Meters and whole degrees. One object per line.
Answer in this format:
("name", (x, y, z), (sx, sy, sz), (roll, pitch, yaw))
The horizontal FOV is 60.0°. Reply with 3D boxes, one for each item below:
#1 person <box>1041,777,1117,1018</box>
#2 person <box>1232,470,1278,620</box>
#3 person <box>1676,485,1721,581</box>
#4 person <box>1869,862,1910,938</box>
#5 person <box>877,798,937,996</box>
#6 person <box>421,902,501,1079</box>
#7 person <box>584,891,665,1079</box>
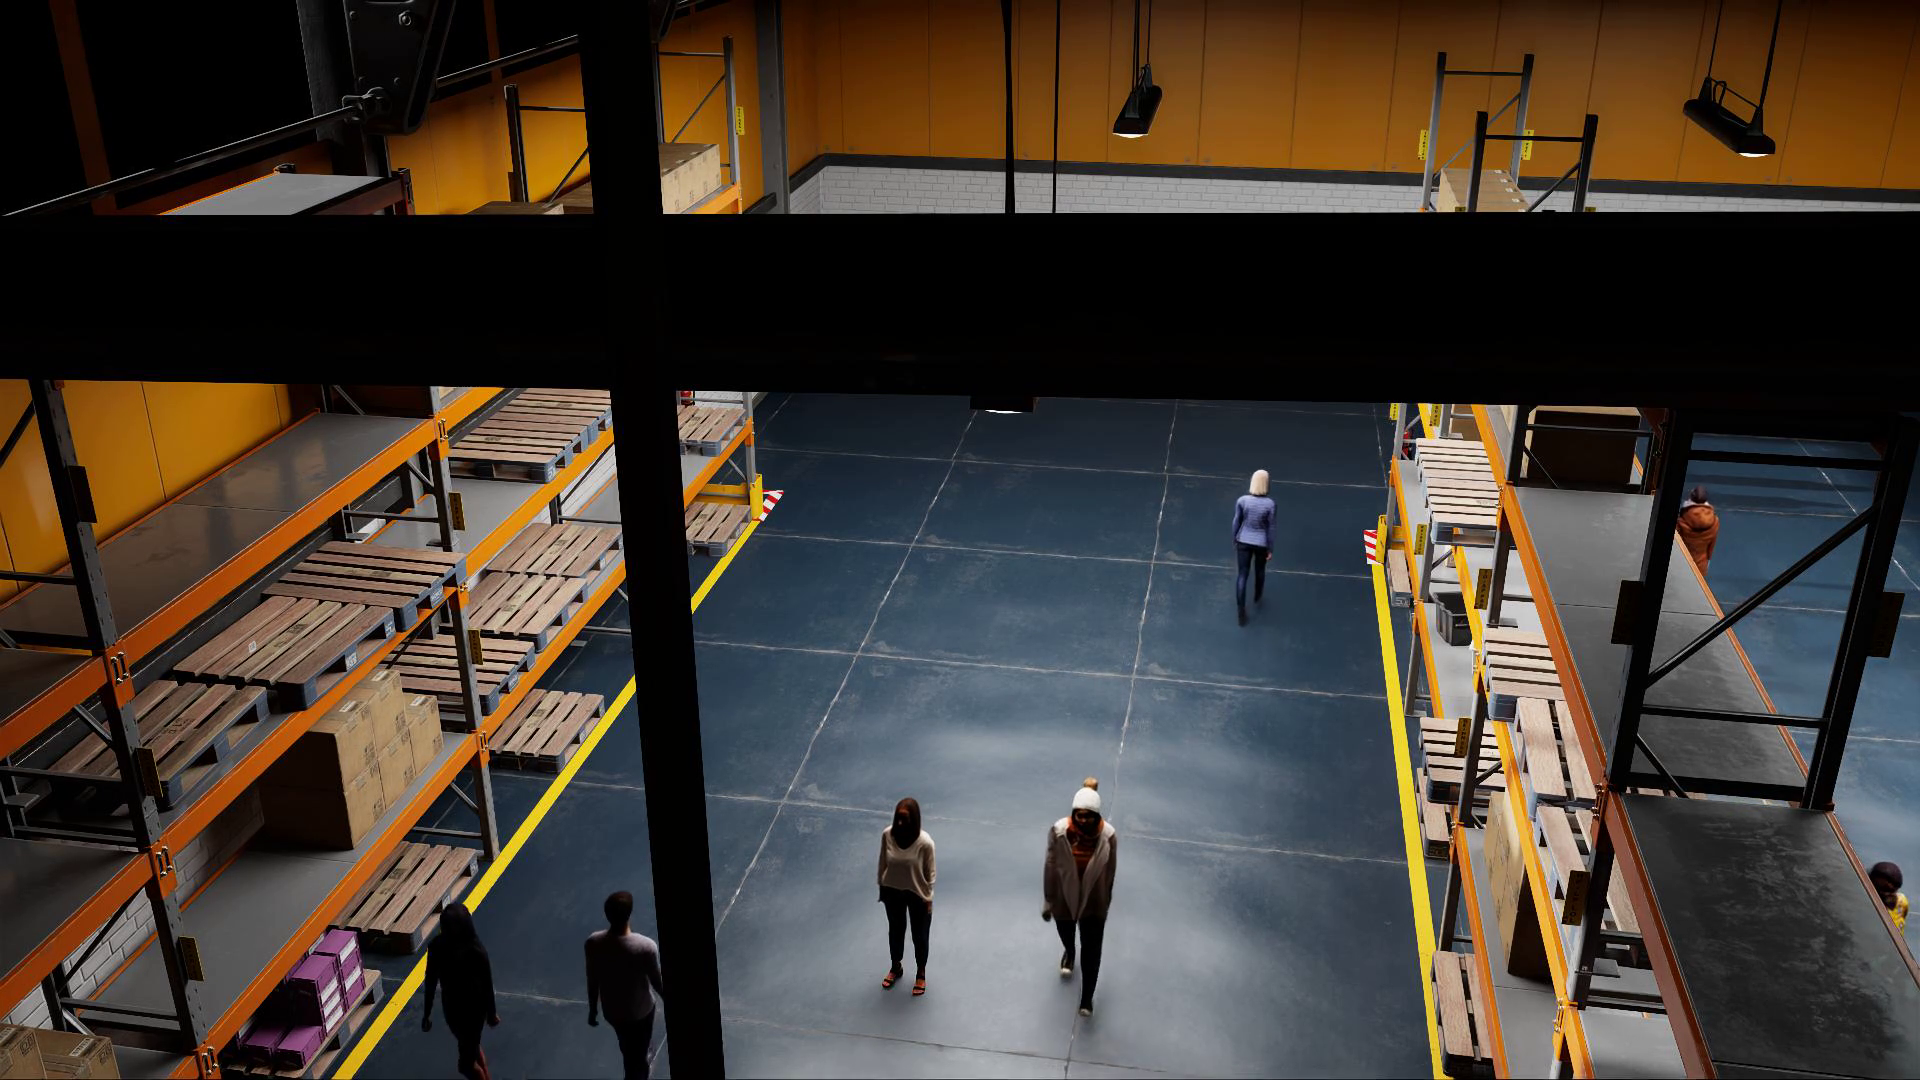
("person", (0.909, 2.606, 12.668), (0.728, 1.846, 1.143), (3, 24, 7))
("person", (3.263, 0.078, 18.628), (0.756, 1.705, 1.133), (8, 25, 17))
("person", (7.895, 0.318, 17.952), (0.857, 1.808, 1.194), (-1, 24, -1))
("person", (6.497, 3.013, 11.982), (0.744, 1.652, 0.778), (1, 24, 2))
("person", (-0.397, 2.689, 12.684), (0.657, 1.683, 0.607), (9, 25, 20))
("person", (-3.363, 3.194, 11.492), (0.711, 1.711, 0.732), (11, 26, 23))
("person", (-2.283, 3.253, 11.257), (0.716, 1.792, 1.145), (5, 24, 12))
